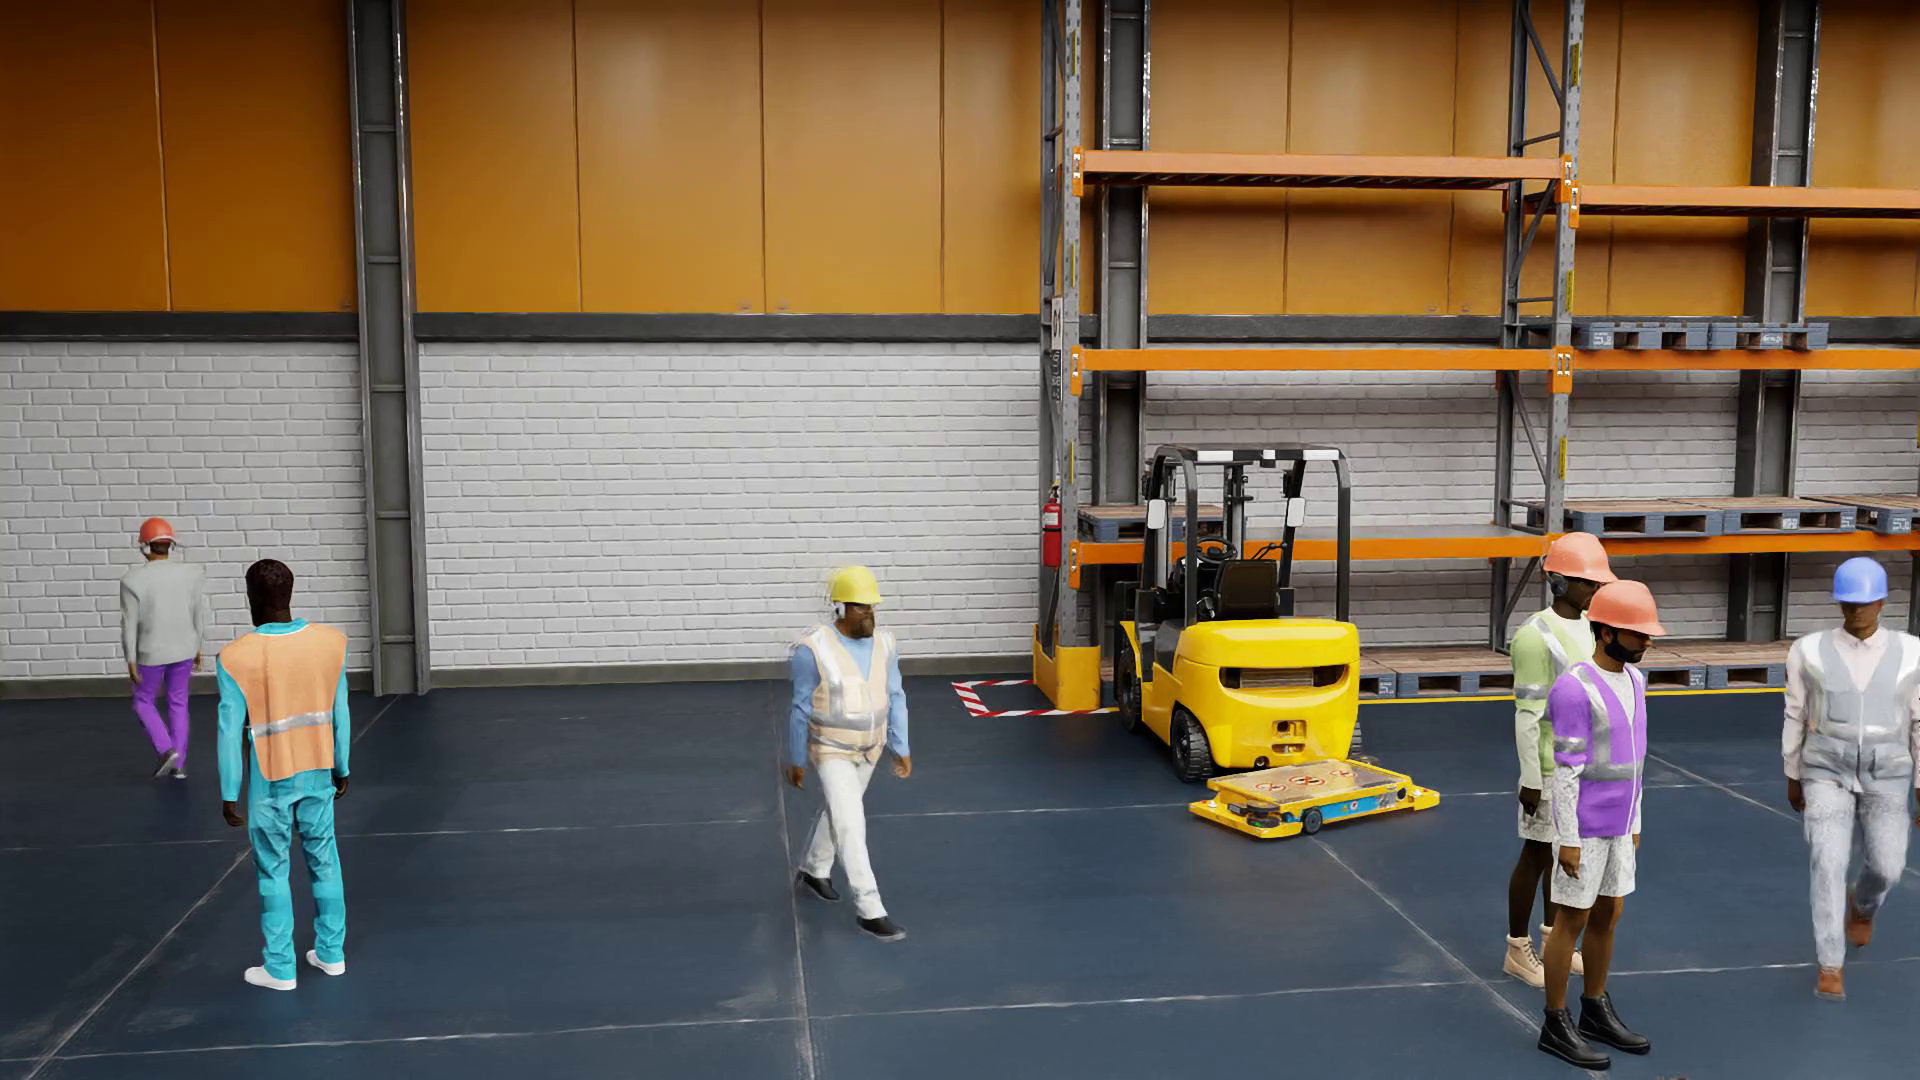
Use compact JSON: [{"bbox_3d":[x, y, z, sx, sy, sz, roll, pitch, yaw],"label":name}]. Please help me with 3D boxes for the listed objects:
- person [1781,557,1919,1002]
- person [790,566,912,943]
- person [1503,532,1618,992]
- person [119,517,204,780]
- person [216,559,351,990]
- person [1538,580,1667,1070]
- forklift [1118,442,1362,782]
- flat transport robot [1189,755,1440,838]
[{"bbox_3d":[3.972,1.017,7.381,0.604,1.933,0.707,3,7,25],"label":"person"},{"bbox_3d":[-0.552,1.001,8.206,0.611,1.785,0.941,-6,9,-42],"label":"person"},{"bbox_3d":[2.676,0.974,7.353,0.601,2.035,0.404,-6,9,-40],"label":"person"},{"bbox_3d":[-5.197,0.715,10.872,0.424,1.734,0.568,6,9,40],"label":"person"},{"bbox_3d":[-2.968,1.033,7.352,0.401,1.908,0.599,6,9,41],"label":"person"},{"bbox_3d":[2.557,1.112,6.586,0.544,1.929,0.388,-5,8,-37],"label":"person"},{"bbox_3d":[1.912,0.418,11.496,1.214,2.155,2.313,-1,7,-8],"label":"forklift"},{"bbox_3d":[2.151,1.535,10.054,1.431,0.197,0.652,-4,8,-31],"label":"flat transport robot"}]
